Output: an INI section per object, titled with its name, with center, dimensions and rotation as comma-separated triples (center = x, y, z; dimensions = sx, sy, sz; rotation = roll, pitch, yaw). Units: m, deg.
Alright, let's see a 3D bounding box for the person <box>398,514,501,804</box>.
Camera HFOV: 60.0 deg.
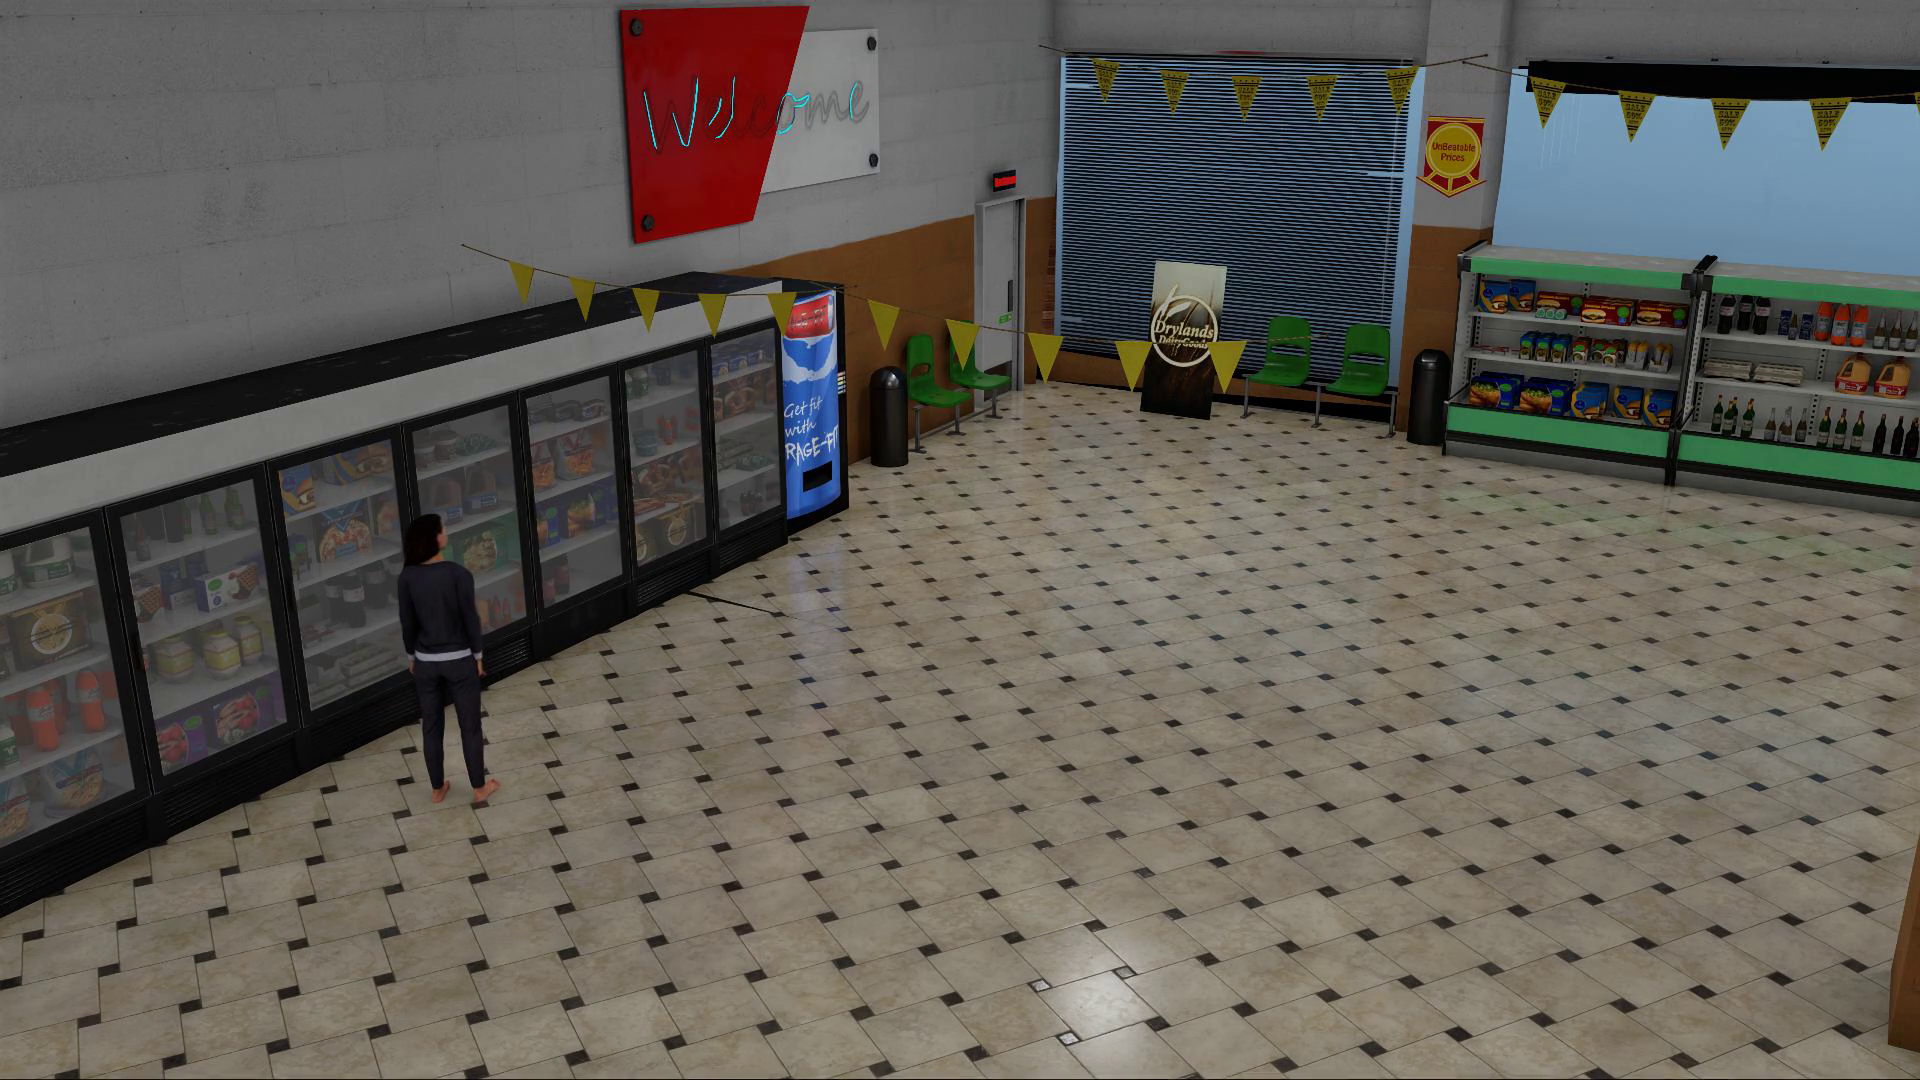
[person]
center = -3.016, 0.696, 9.741
dimensions = 0.617, 1.770, 0.743
rotation = 0, 19, 1
